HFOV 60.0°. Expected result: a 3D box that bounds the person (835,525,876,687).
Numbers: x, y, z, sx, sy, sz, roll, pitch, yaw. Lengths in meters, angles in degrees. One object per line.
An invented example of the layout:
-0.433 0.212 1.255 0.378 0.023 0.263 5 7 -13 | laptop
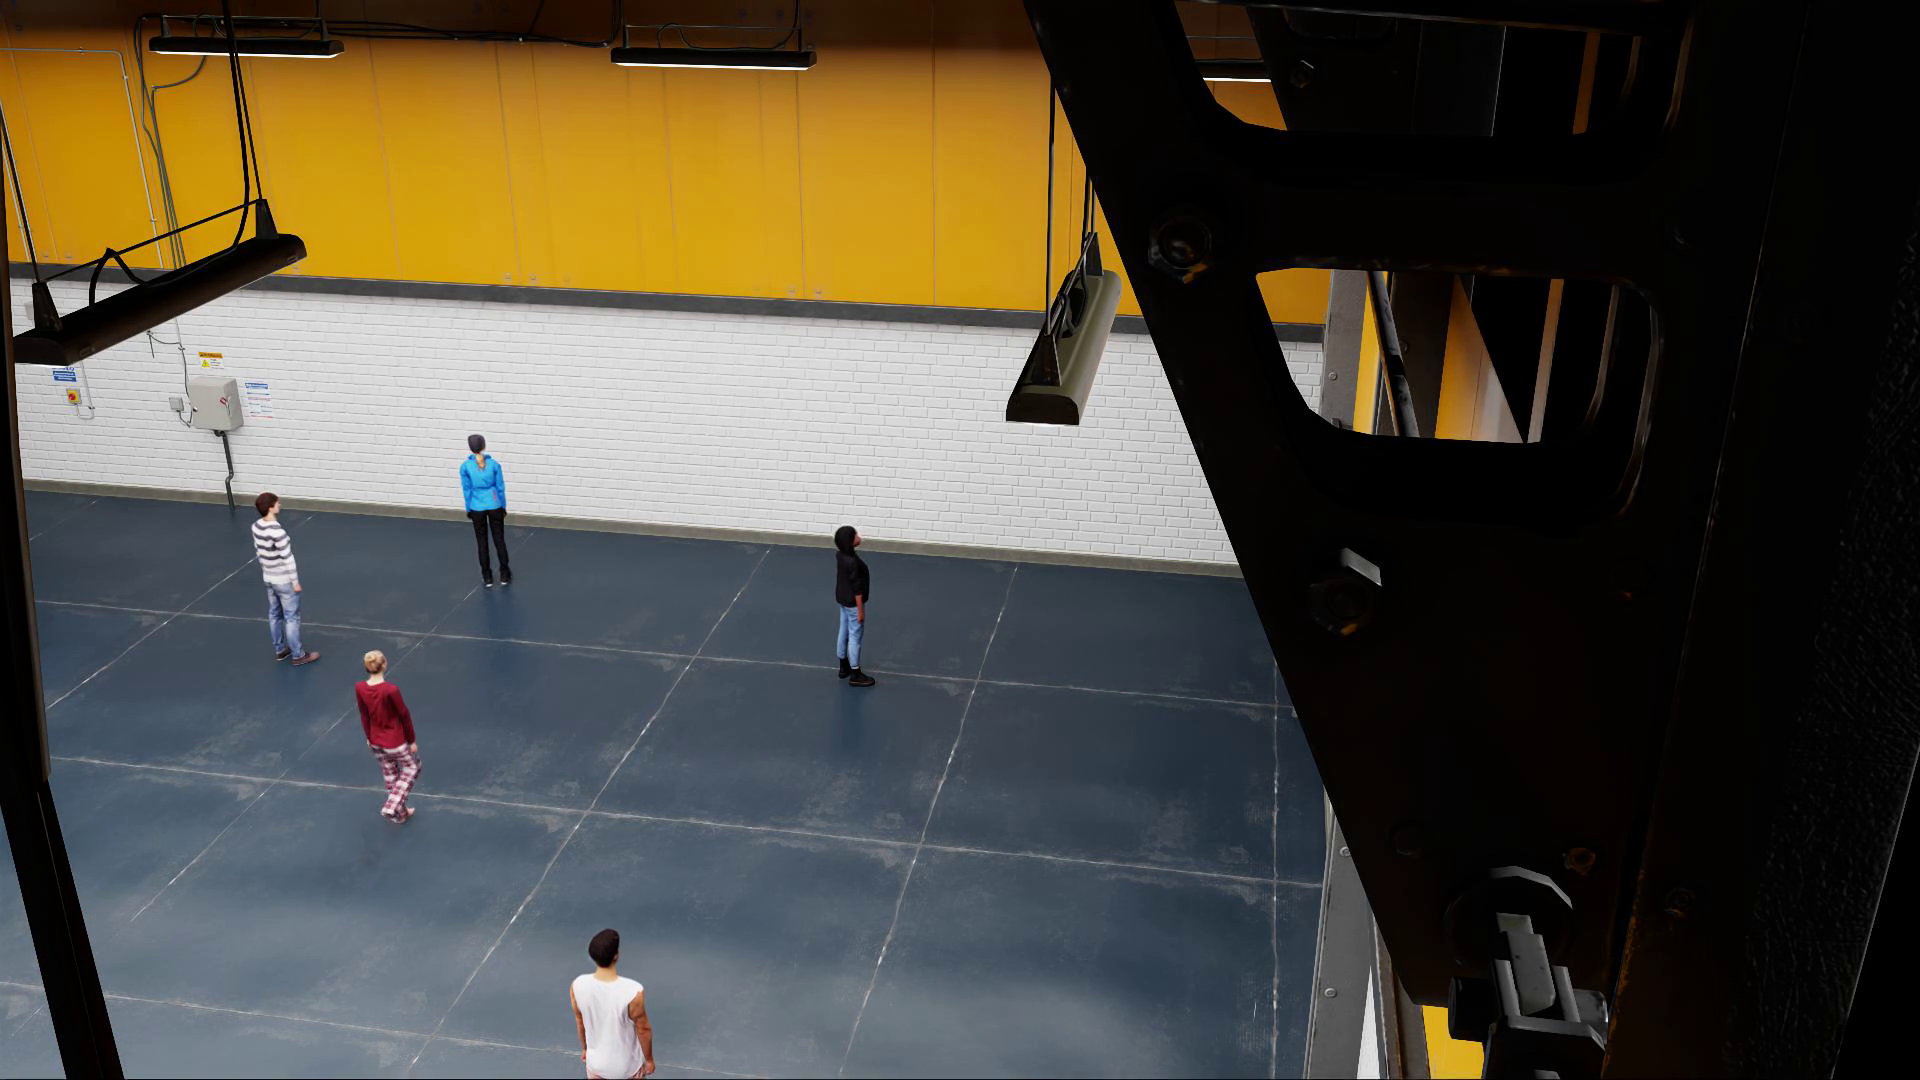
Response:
-1.093 0.643 16.628 0.719 1.702 0.647 -13 27 -27 | person

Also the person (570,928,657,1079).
-2.201 3.256 10.543 0.634 1.787 0.538 4 24 10 | person

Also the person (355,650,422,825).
-4.894 1.725 14.164 0.668 1.692 0.710 6 24 14 | person

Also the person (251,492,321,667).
-6.967 0.388 17.020 0.718 1.854 0.674 14 27 30 | person

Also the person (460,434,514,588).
-5.339 -0.339 18.748 0.681 1.803 0.644 -4 24 -10 | person
